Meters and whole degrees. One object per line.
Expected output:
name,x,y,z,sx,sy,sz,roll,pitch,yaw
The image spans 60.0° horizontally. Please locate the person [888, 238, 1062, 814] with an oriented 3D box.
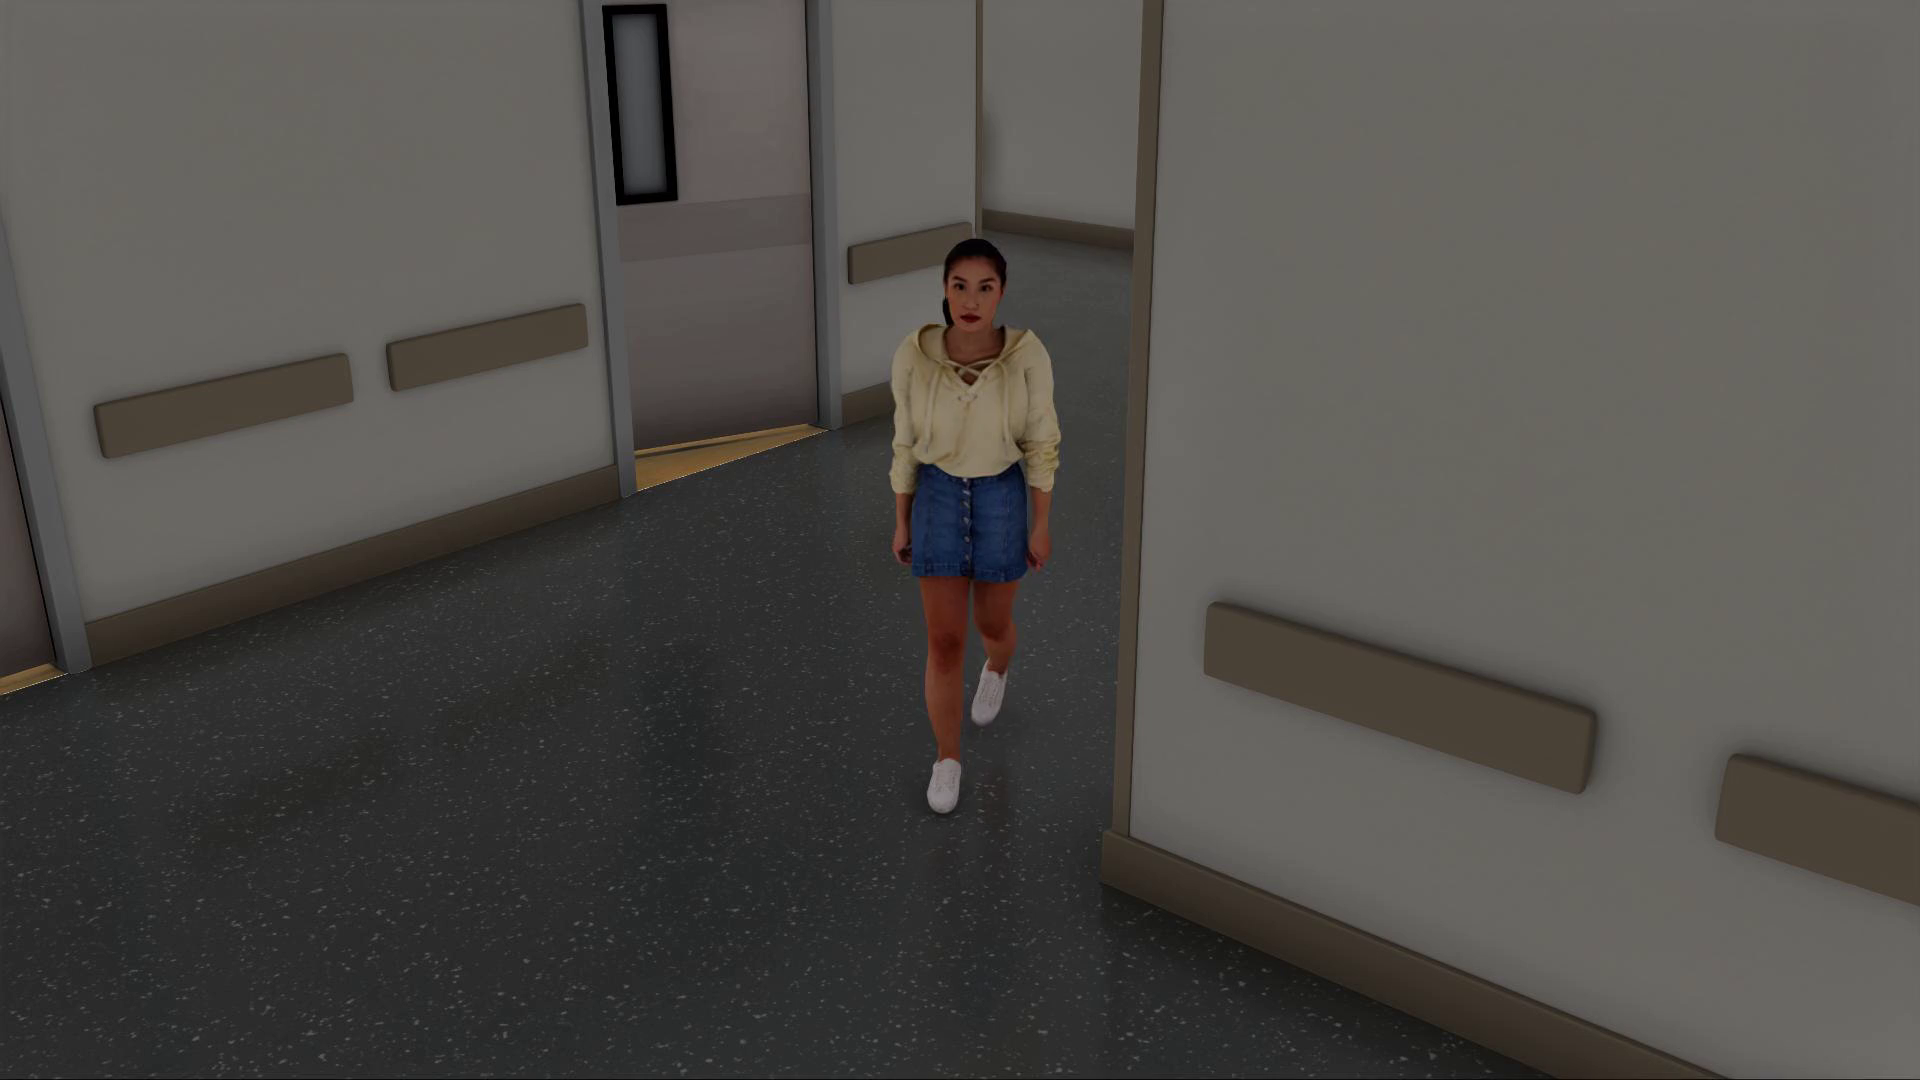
person,0.044,-0.075,4.844,0.969,1.603,1.096,3,21,7
